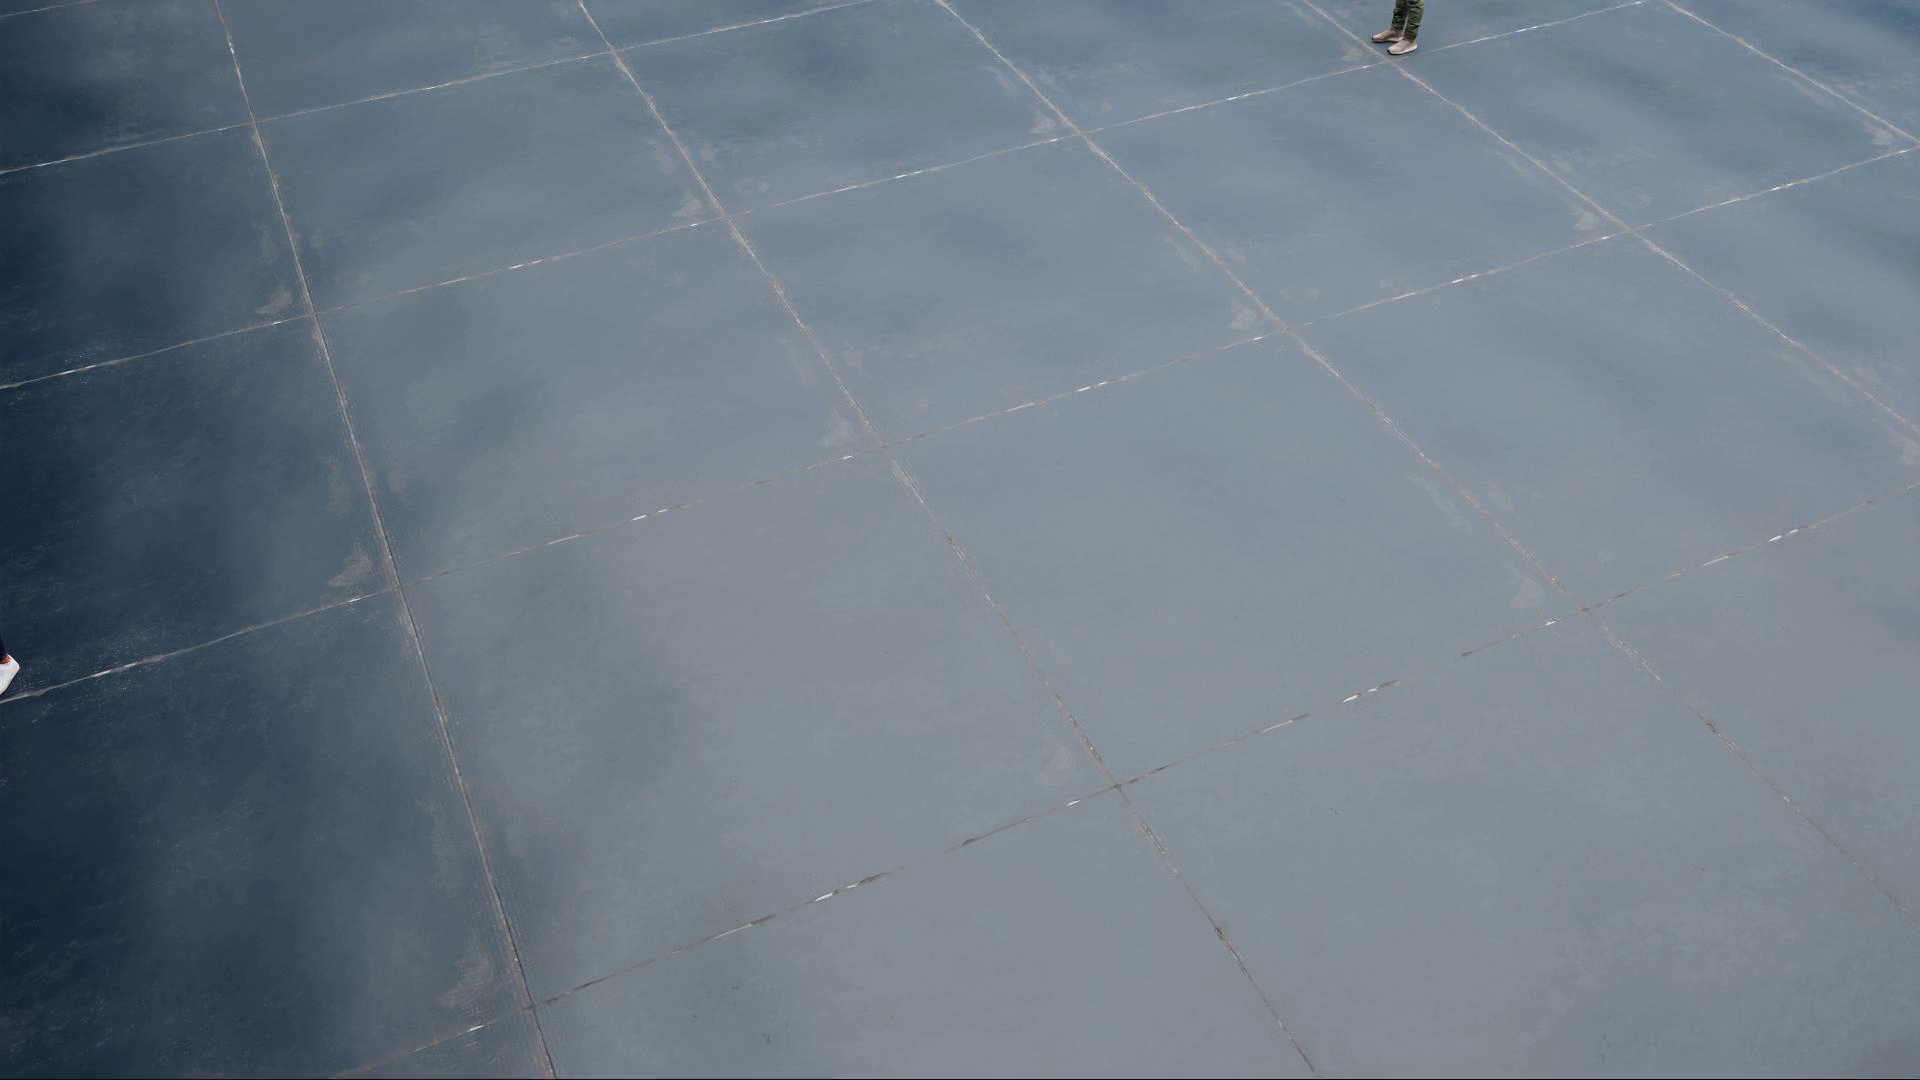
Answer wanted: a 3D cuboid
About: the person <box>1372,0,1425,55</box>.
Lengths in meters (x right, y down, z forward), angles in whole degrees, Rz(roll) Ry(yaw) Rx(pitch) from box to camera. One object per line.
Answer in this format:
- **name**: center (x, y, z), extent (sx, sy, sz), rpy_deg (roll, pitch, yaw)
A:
- **person**: center (3.822, -4.925, 13.948), extent (0.641, 1.655, 0.489), rpy_deg (-13, 44, -14)
